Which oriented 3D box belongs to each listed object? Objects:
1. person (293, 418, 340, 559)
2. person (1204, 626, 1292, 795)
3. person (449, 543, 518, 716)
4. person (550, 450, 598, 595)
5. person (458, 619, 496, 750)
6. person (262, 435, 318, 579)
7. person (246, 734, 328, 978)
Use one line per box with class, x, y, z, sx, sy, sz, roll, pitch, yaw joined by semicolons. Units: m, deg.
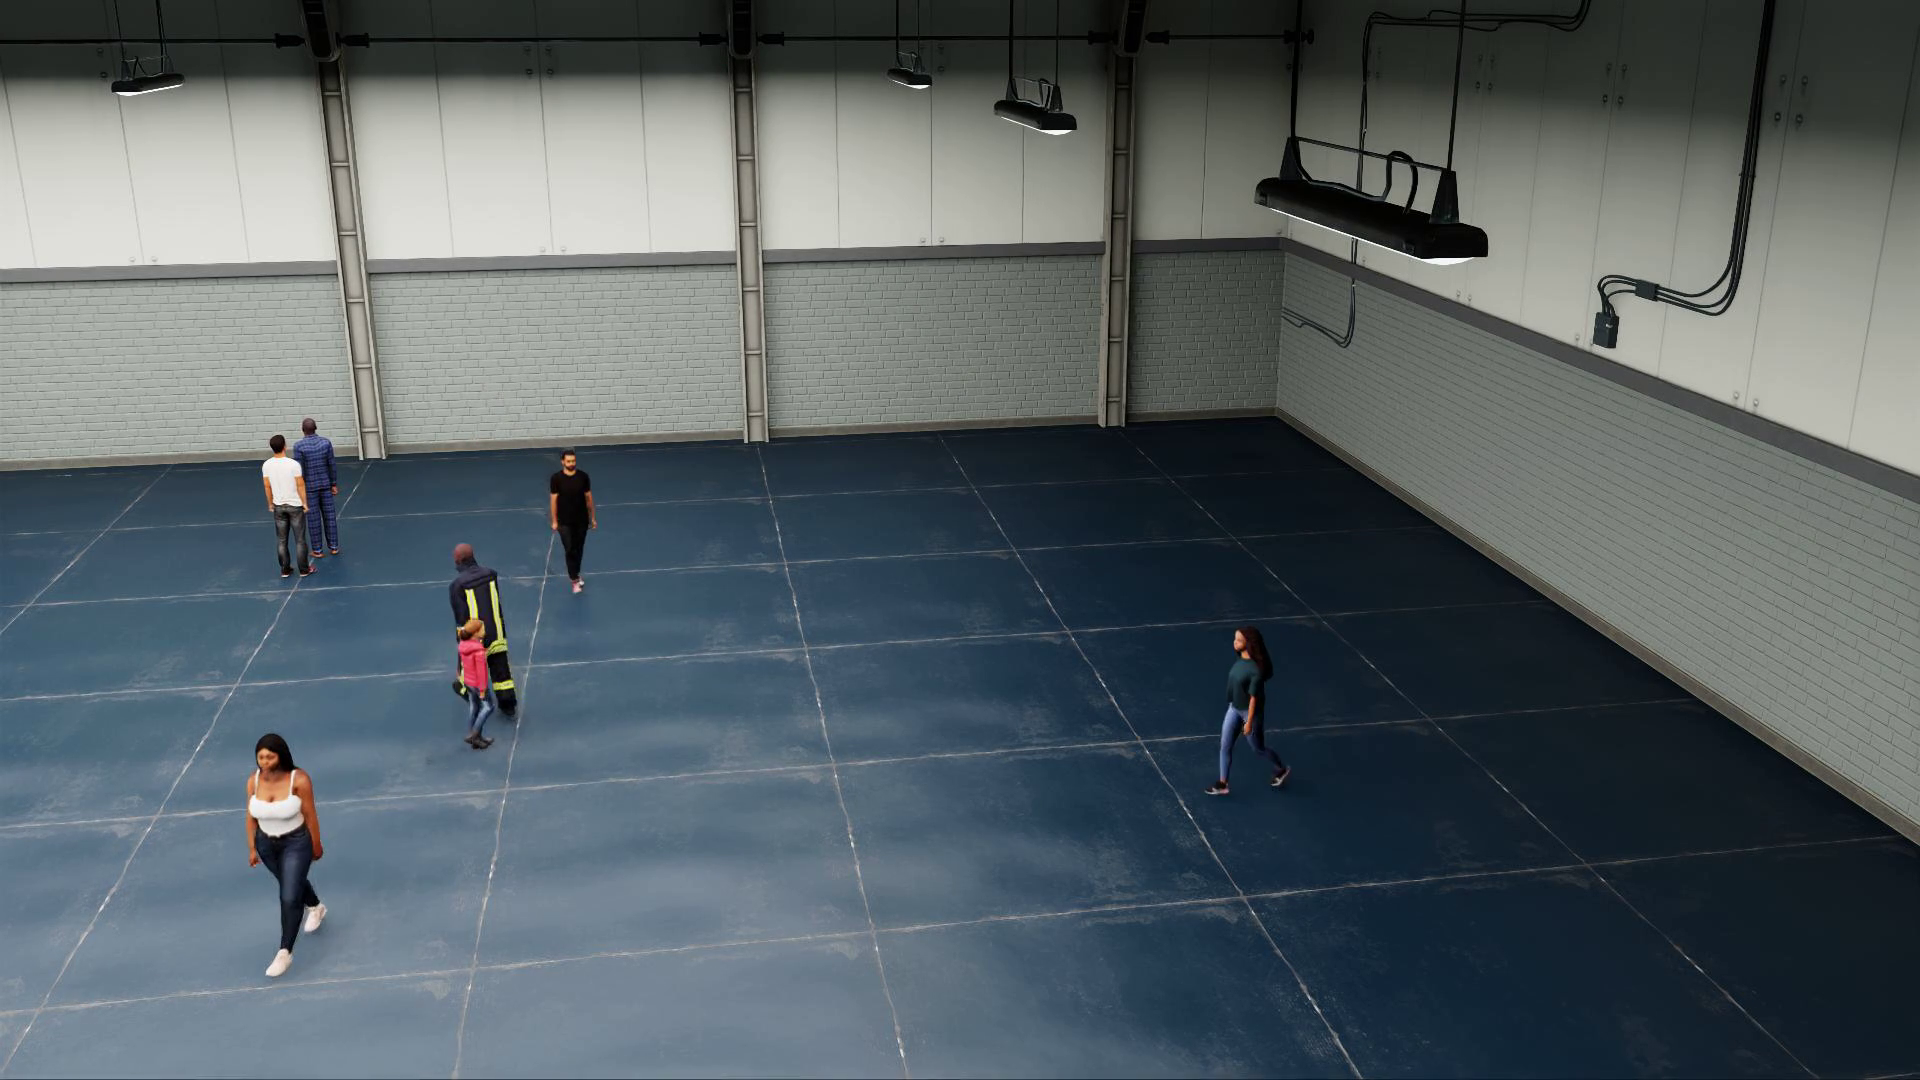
person;-8.270;-0.687;21.360;0.723;1.824;0.839;-14;22;-36
person;2.646;1.546;14.890;1.101;1.584;0.709;-7;19;-20
person;-4.715;0.914;16.532;1.277;1.771;1.243;-17;24;-41
person;-4.724;-0.261;20.201;0.983;1.733;0.897;-10;21;-29
person;-4.664;1.390;15.815;0.681;1.308;0.631;-15;24;-39
person;-8.332;-0.427;20.594;0.526;1.805;0.729;0;18;0
person;-4.996;2.257;12.423;1.211;1.761;0.955;2;18;6
